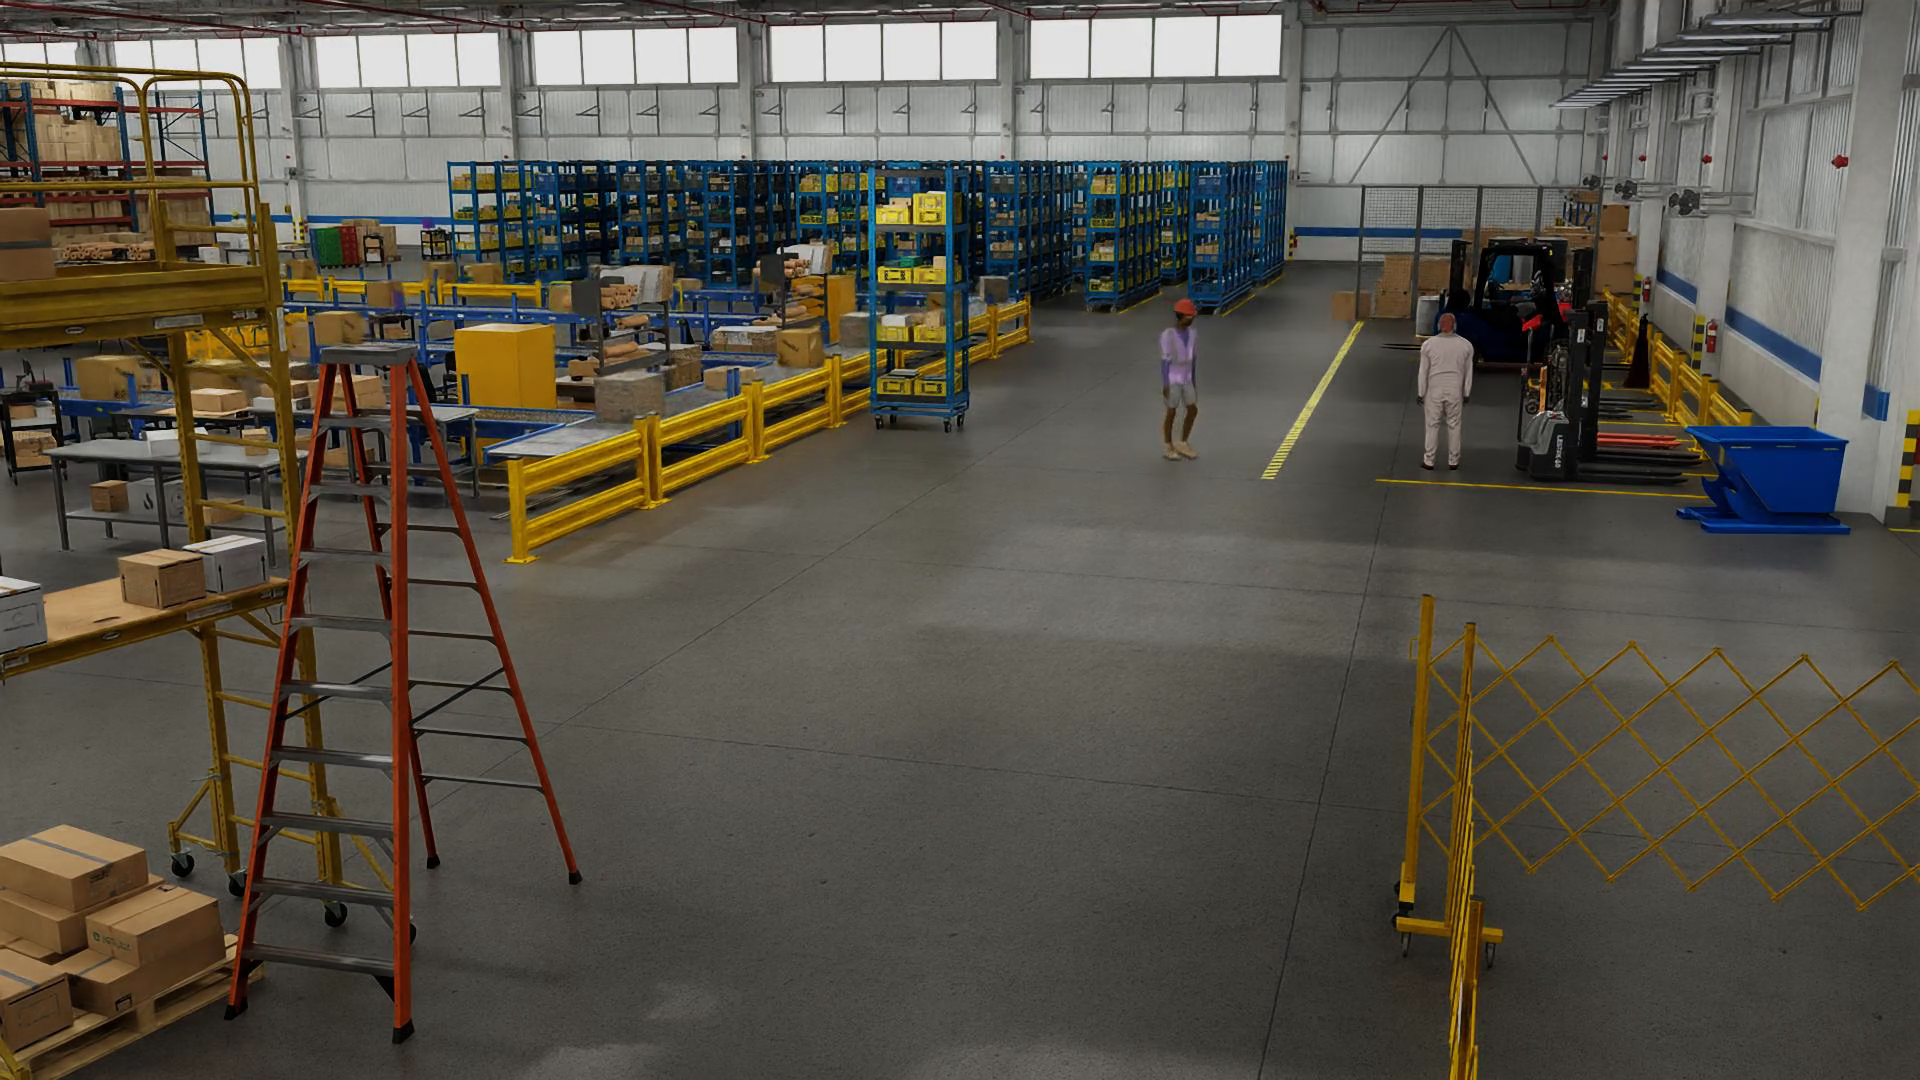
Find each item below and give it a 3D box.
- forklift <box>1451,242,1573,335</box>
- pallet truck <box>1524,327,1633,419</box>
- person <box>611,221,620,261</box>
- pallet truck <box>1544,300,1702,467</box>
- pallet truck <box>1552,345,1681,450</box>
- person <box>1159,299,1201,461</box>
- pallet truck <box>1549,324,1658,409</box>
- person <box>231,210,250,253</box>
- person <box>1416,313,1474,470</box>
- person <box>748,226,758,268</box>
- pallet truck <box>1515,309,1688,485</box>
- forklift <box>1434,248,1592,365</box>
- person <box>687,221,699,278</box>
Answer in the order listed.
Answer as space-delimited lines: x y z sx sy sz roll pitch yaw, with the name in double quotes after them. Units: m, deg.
10.464 -4.597 31.405 2.680 1.987 1.157 4 14 16 "forklift"
9.065 -2.460 24.370 1.522 1.261 0.704 3 13 14 "pallet truck"
-10.460 -8.952 50.991 0.394 1.942 0.601 8 15 31 "person"
8.263 -1.952 20.631 1.885 1.965 0.823 5 14 20 "pallet truck"
8.641 -1.896 21.908 1.630 1.274 0.653 4 14 16 "pallet truck"
2.746 -1.976 20.685 0.686 2.025 0.539 -9 16 -33 "person"
9.824 -2.669 25.407 1.601 1.201 0.680 4 14 16 "pallet truck"
-27.038 -11.503 62.473 0.556 1.736 0.485 2 13 7 "person"
5.857 -1.795 20.157 0.651 1.904 0.402 1 13 3 "person"
-6.637 -9.377 53.104 0.593 1.805 0.892 3 13 14 "person"
7.554 -1.677 19.446 1.885 1.965 0.823 3 13 14 "pallet truck"
9.780 -4.111 29.280 2.680 1.987 1.157 3 13 14 "forklift"
-8.152 -8.870 50.872 0.404 1.831 0.600 -5 14 -21 "person"
